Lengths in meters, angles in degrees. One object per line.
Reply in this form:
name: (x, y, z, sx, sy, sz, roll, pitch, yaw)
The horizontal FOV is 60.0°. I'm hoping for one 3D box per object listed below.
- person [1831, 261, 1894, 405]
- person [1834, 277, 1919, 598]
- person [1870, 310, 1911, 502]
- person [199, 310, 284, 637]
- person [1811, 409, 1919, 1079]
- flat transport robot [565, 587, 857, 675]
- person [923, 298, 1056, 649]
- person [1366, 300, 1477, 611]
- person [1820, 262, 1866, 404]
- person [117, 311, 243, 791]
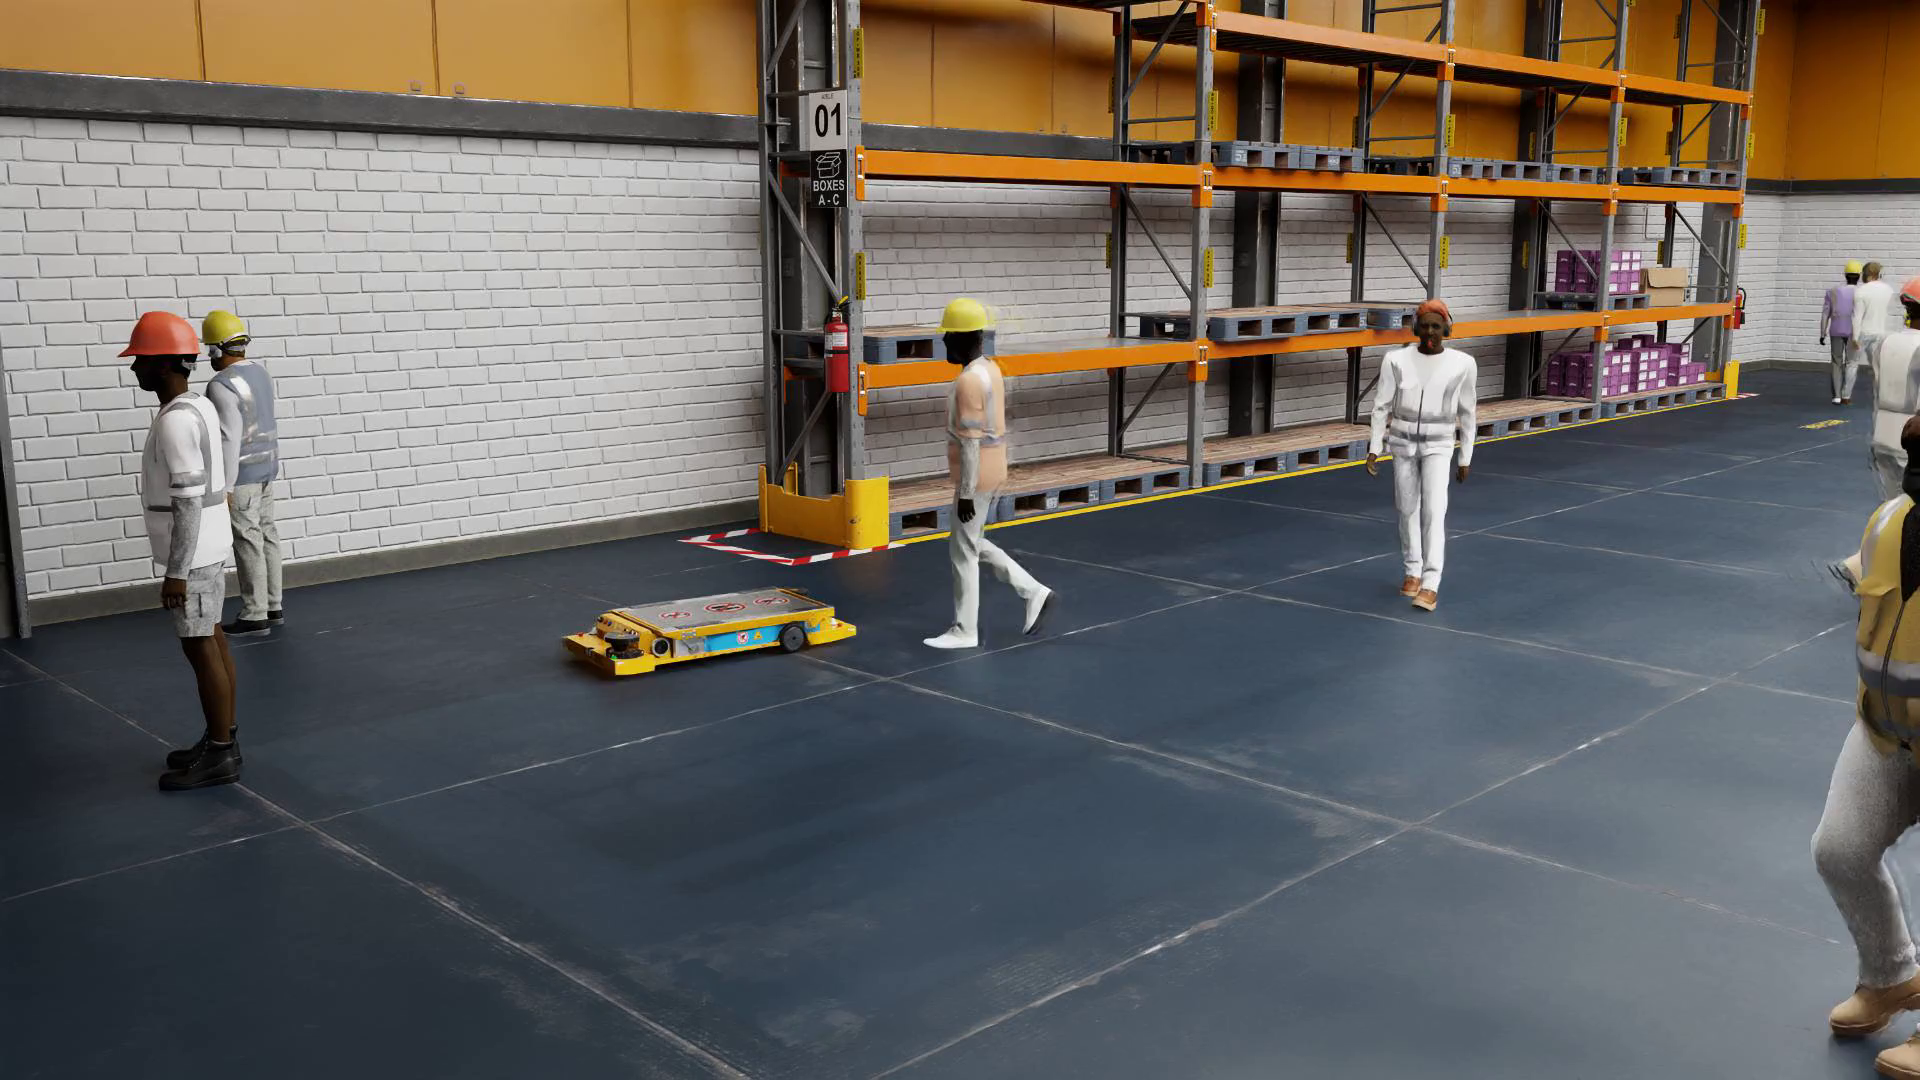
person: (11.927, -2.683, 21.754, 0.629, 1.912, 0.938, -3, 11, -15)
person: (5.597, -0.567, 9.899, 0.617, 2.026, 0.608, -1, 10, -6)
person: (6.479, -0.741, 11.298, 0.531, 1.858, 0.355, 1, 10, 3)
person: (-4.043, -0.369, 9.335, 0.404, 1.829, 0.591, 0, 10, -1)
person: (2.582, 0.540, 4.392, 0.443, 1.826, 0.645, -3, 11, -18)
flat transport robot: (-1.338, 0.470, 9.008, 1.431, 0.197, 0.652, -7, 13, -35)
person: (0.147, -0.341, 8.956, 0.618, 1.914, 0.591, 2, 11, 9)
person: (2.798, -0.524, 10.120, 0.594, 1.850, 0.778, 5, 12, 26)
person: (11.880, -2.775, 22.306, 0.610, 1.876, 0.972, 6, 12, 28)
person: (-3.156, 0.048, 6.762, 0.361, 1.939, 0.542, -3, 11, -16)
